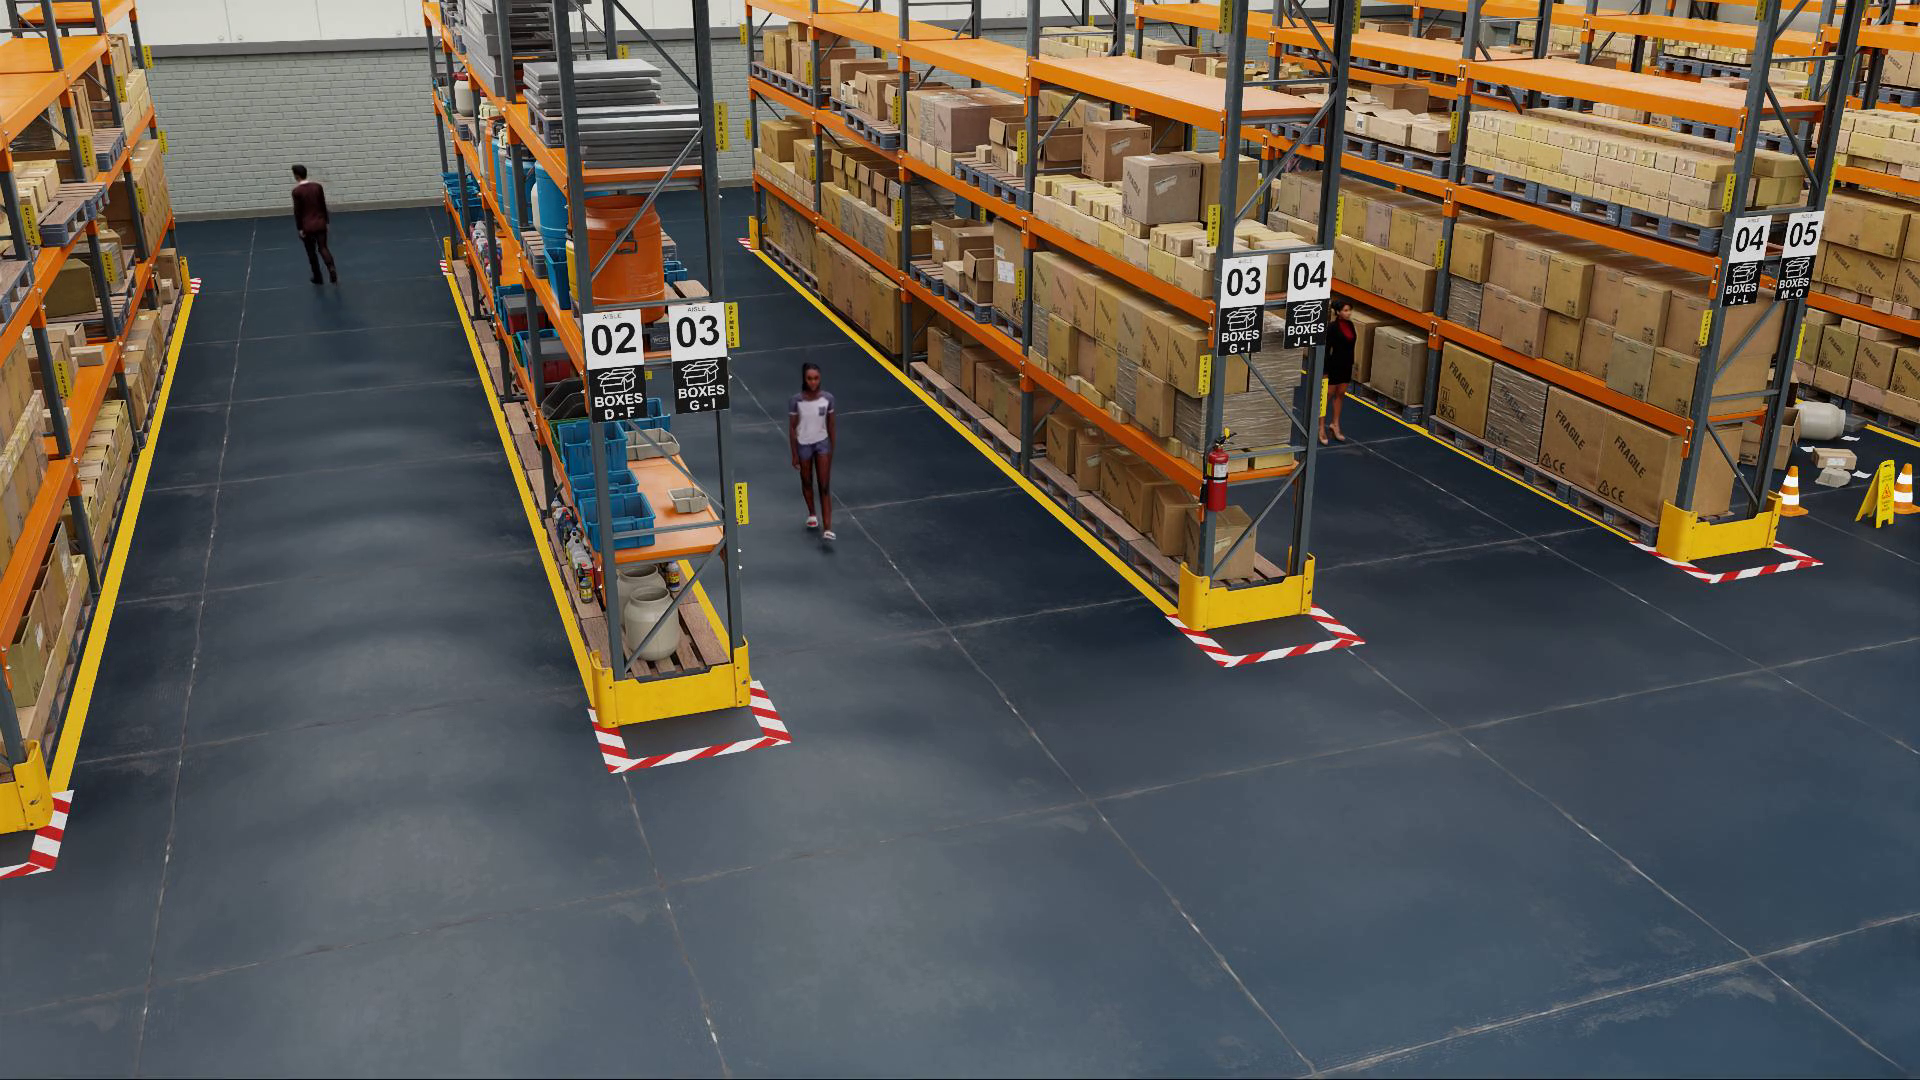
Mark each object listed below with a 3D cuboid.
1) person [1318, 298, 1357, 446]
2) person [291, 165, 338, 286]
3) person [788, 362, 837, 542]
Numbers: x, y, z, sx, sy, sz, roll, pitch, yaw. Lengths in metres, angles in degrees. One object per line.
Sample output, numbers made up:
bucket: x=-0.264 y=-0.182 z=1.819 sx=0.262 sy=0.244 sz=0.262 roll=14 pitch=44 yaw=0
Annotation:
person: x=4.187 y=-1.875 z=18.467 sx=0.628 sy=1.639 sz=0.680 roll=-14 pitch=26 yaw=-30
person: x=-9.778 y=-4.751 z=25.225 sx=0.916 sy=1.845 sz=1.060 roll=-19 pitch=29 yaw=-39
person: x=-1.432 y=-0.871 z=15.958 sx=0.734 sy=1.680 sz=1.176 roll=-4 pitch=23 yaw=-10
